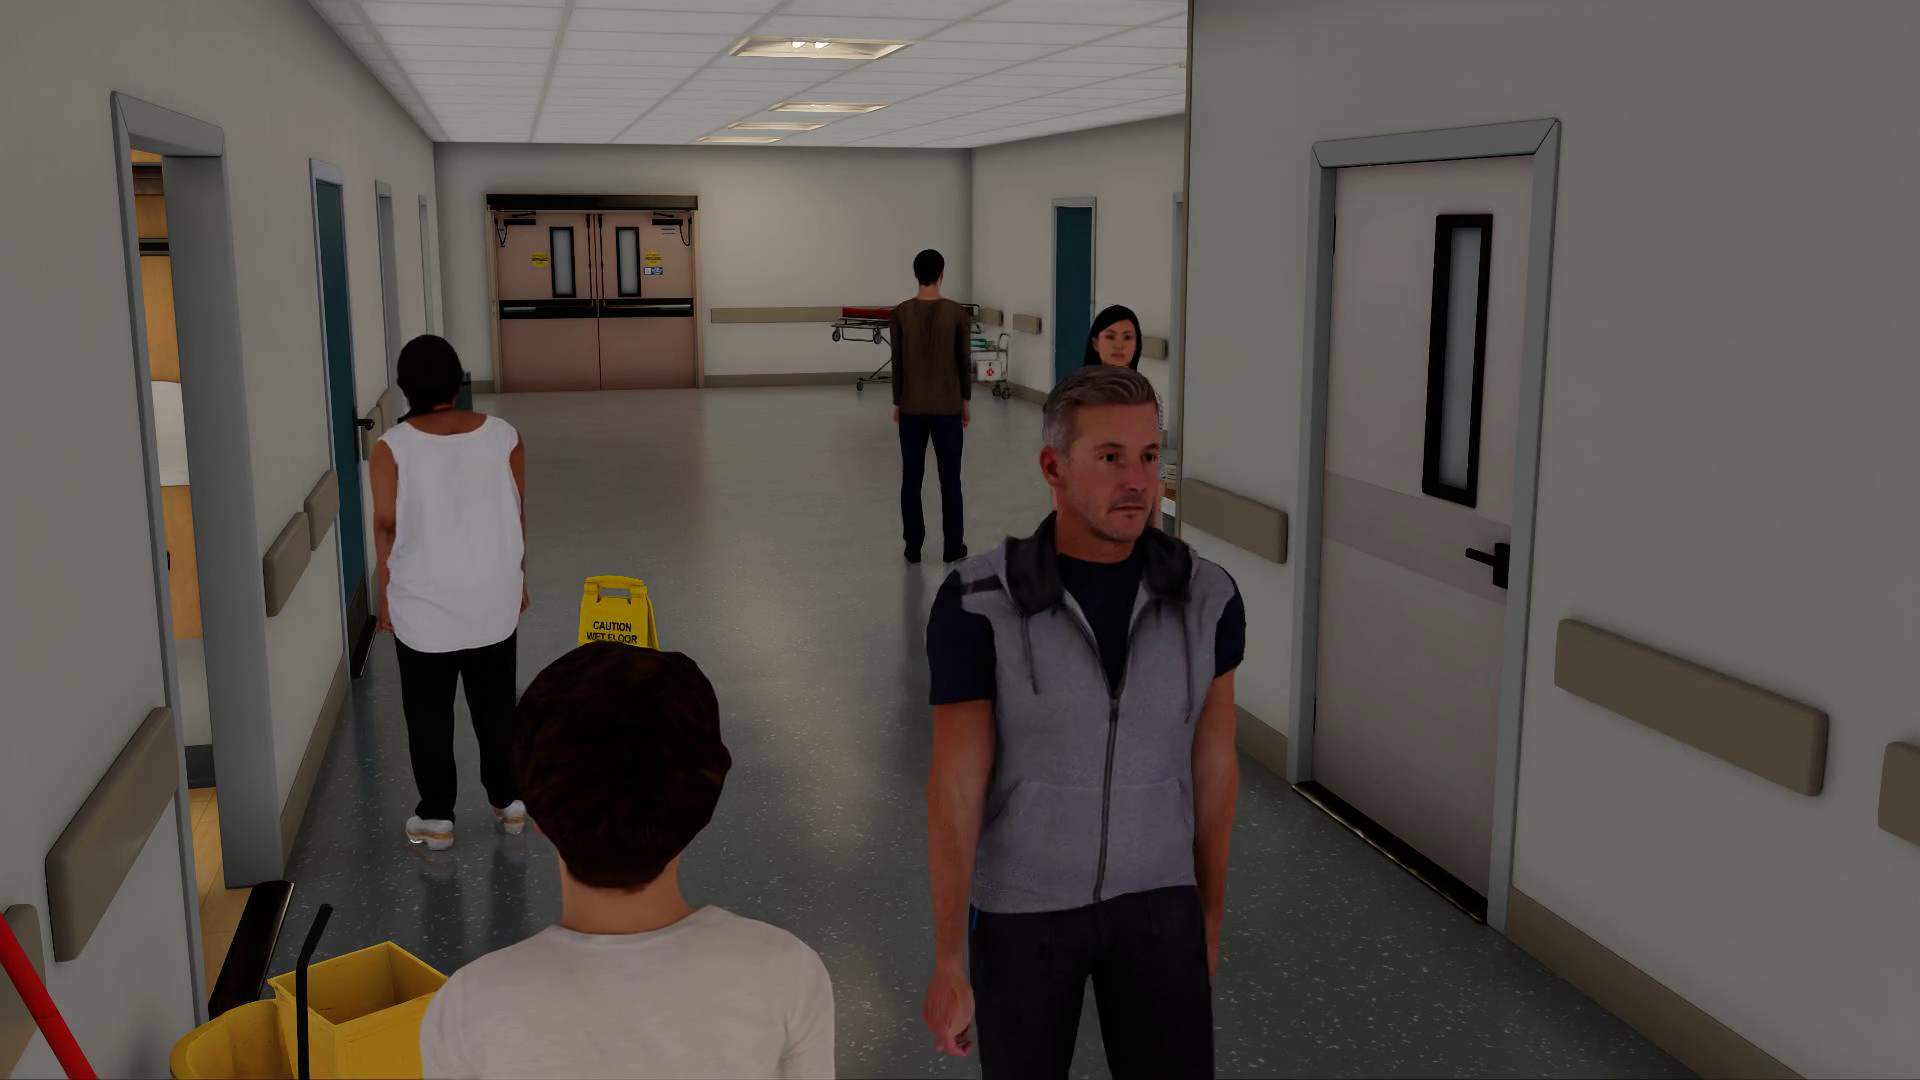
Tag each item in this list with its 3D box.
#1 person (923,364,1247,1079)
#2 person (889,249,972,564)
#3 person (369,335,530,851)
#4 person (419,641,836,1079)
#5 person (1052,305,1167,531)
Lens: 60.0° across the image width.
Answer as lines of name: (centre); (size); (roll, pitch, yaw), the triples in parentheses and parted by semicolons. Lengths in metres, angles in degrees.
person: (0.175, 0.609, 2.804); (0.726, 1.810, 0.658); (-2, 11, -9)
person: (-0.182, -0.812, 10.089); (0.715, 1.887, 0.669); (1, 11, 4)
person: (-1.683, 0.163, 5.476); (0.736, 1.690, 0.726); (-7, 13, -32)
person: (-0.306, 0.906, 1.660); (0.571, 1.654, 0.528); (-3, 11, -17)
person: (0.556, -0.039, 6.477); (0.787, 1.714, 1.102); (0, 11, -2)
